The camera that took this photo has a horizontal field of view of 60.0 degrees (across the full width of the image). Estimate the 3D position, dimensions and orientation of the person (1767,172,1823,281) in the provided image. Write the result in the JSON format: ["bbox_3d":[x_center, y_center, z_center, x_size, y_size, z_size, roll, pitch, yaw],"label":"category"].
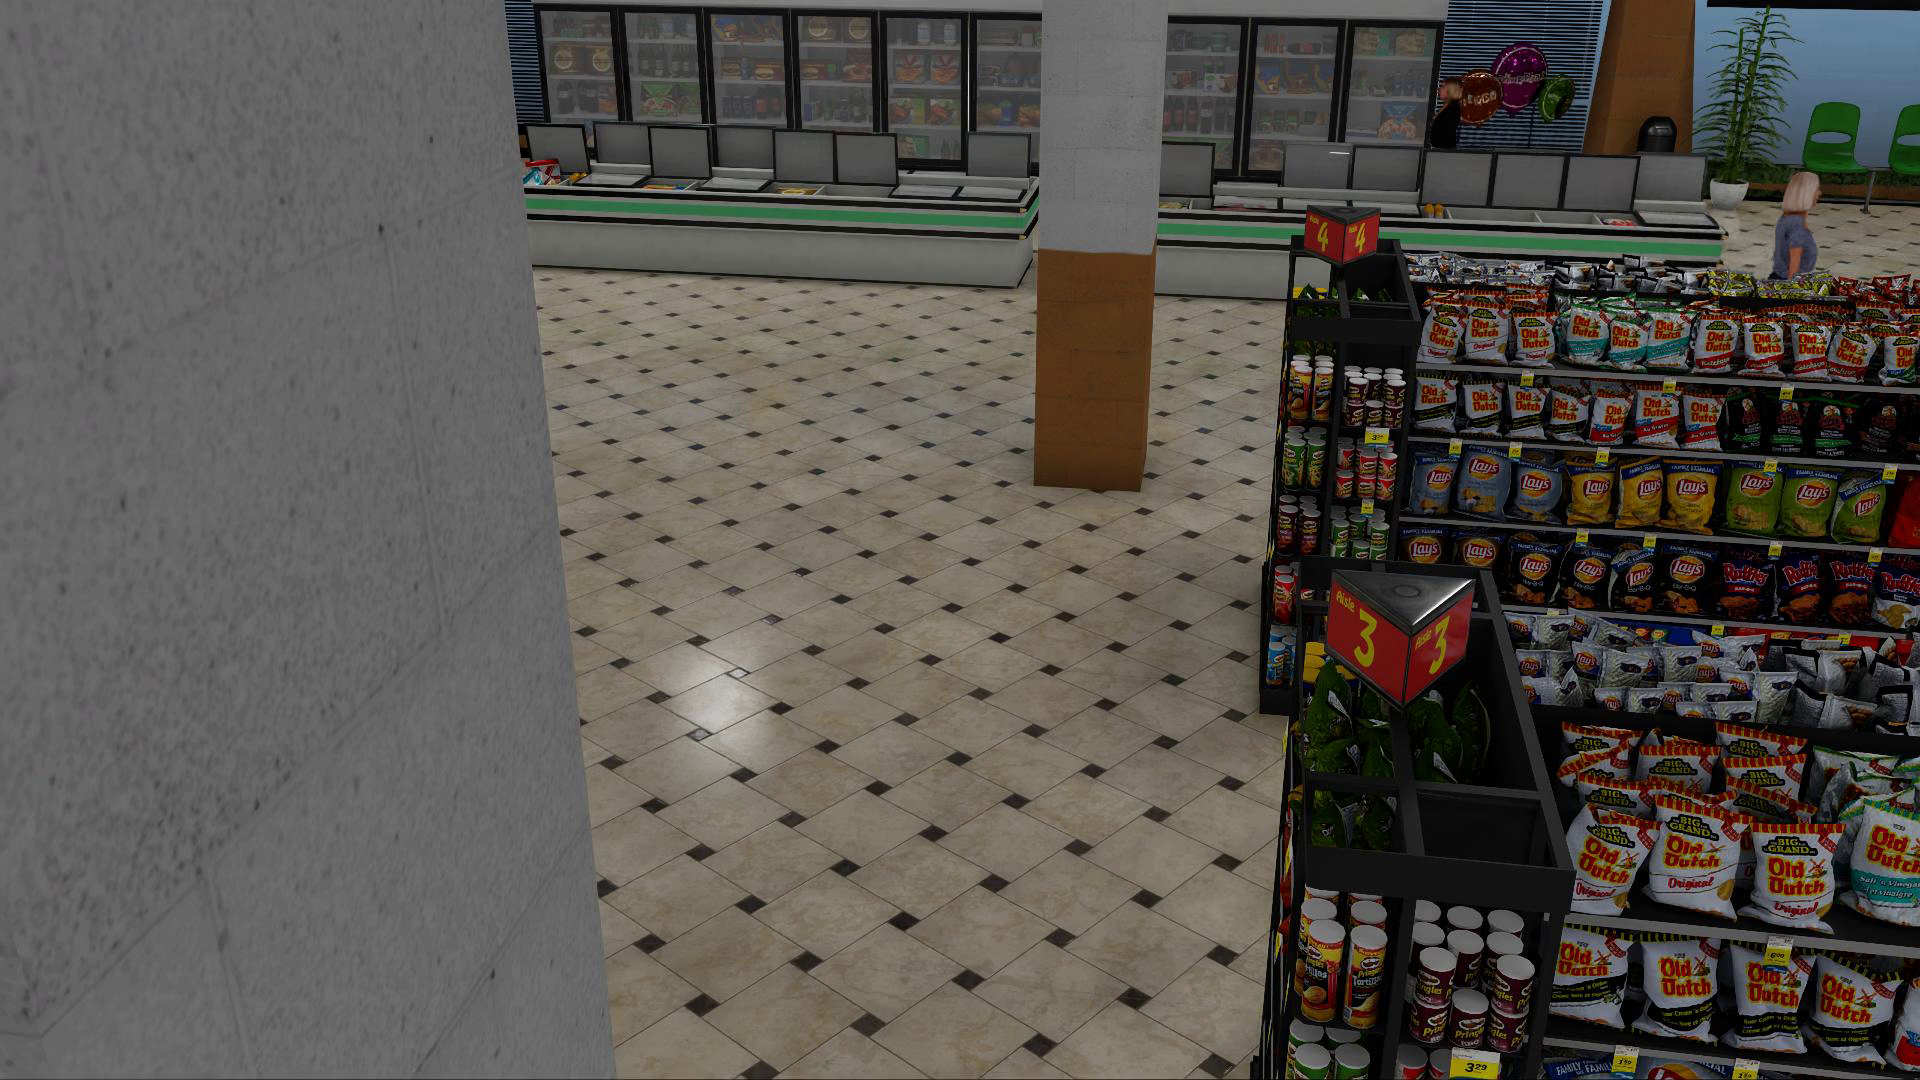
[{"bbox_3d":[5.831,-1.763,11.910,0.858,1.710,0.653,7,25,15],"label":"person"}]
